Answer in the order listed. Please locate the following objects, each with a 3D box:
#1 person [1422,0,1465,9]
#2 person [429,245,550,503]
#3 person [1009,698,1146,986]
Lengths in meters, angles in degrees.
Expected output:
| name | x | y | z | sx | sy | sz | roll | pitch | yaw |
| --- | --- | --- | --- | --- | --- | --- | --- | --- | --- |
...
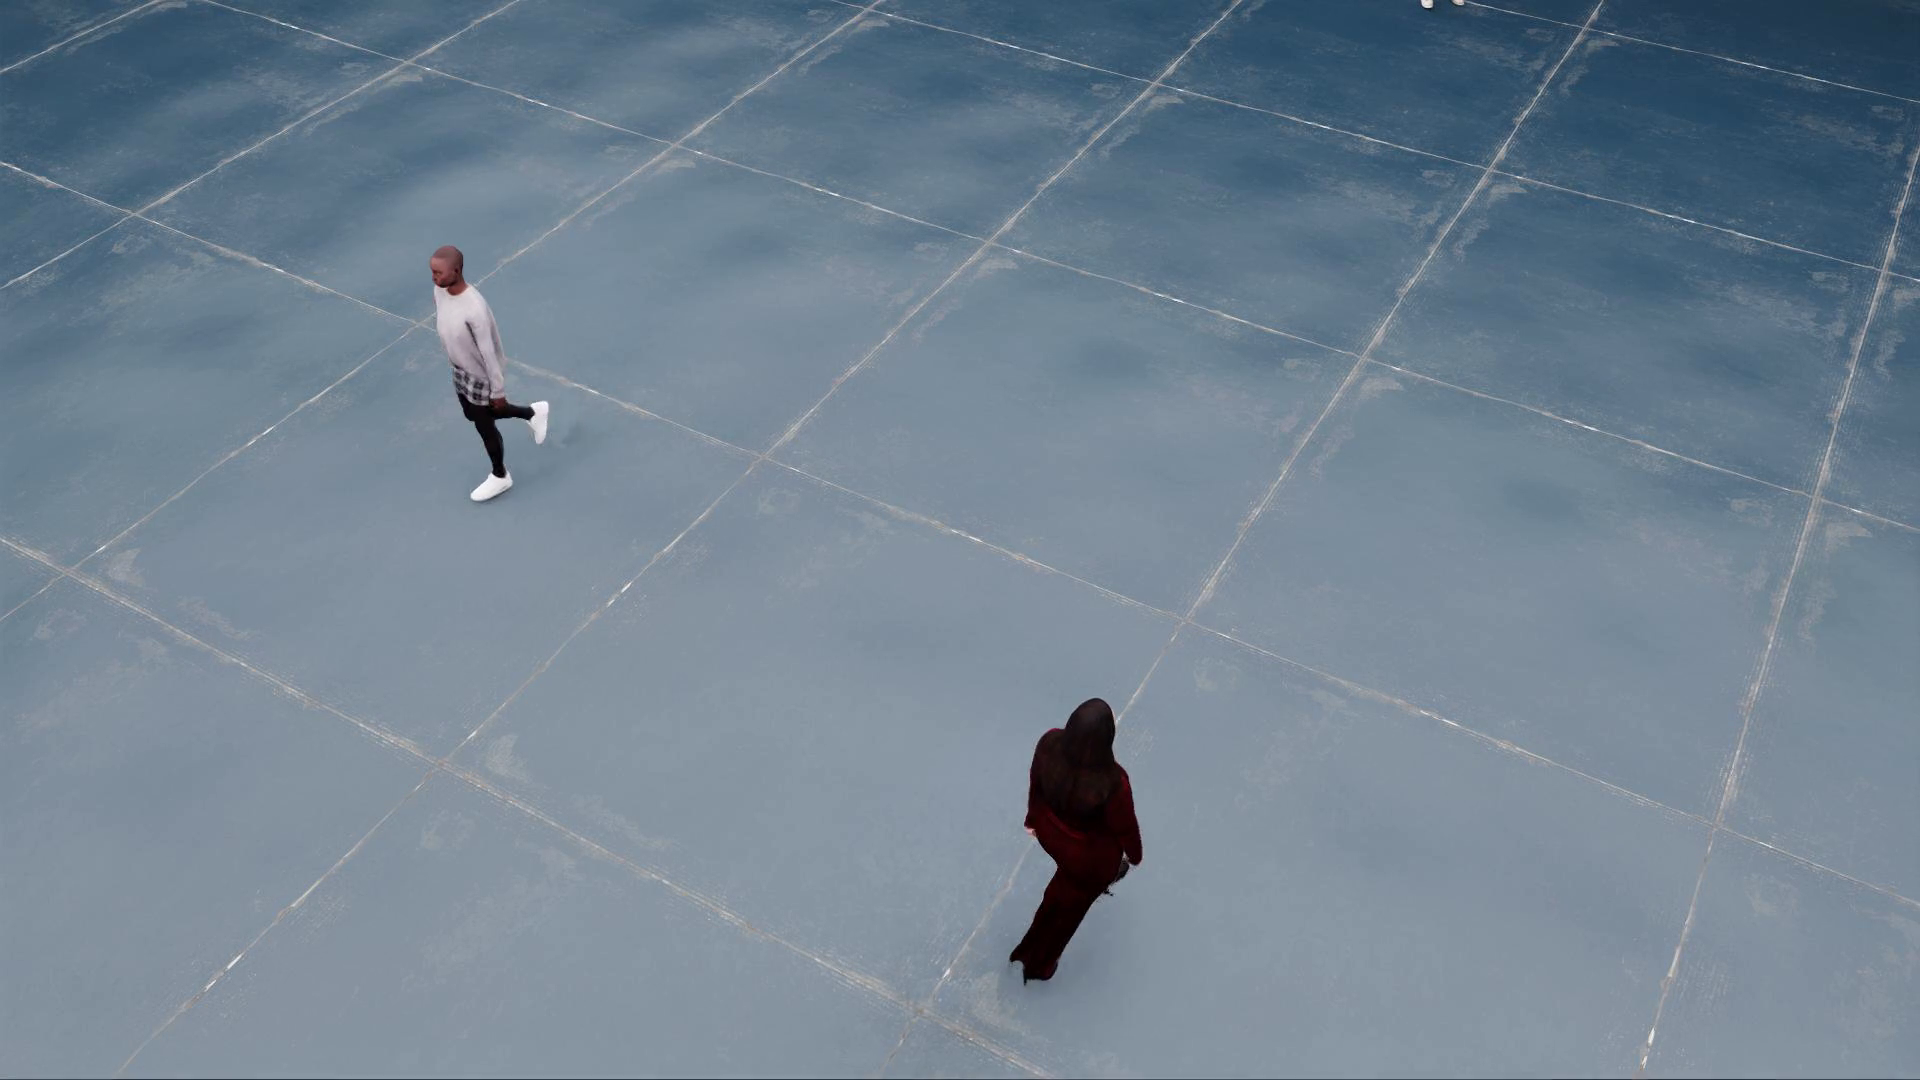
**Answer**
| name | x | y | z | sx | sy | sz | roll | pitch | yaw |
| --- | --- | --- | --- | --- | --- | --- | --- | --- | --- |
| person | 4.605 | -5.807 | 15.315 | 0.719 | 1.756 | 0.755 | -6 | 43 | -6 |
| person | -2.847 | -1.064 | 10.093 | 0.770 | 1.755 | 1.002 | 31 | 51 | 29 |
| person | 0.457 | 1.403 | 7.408 | 1.200 | 1.711 | 0.913 | -31 | 51 | -30 |
